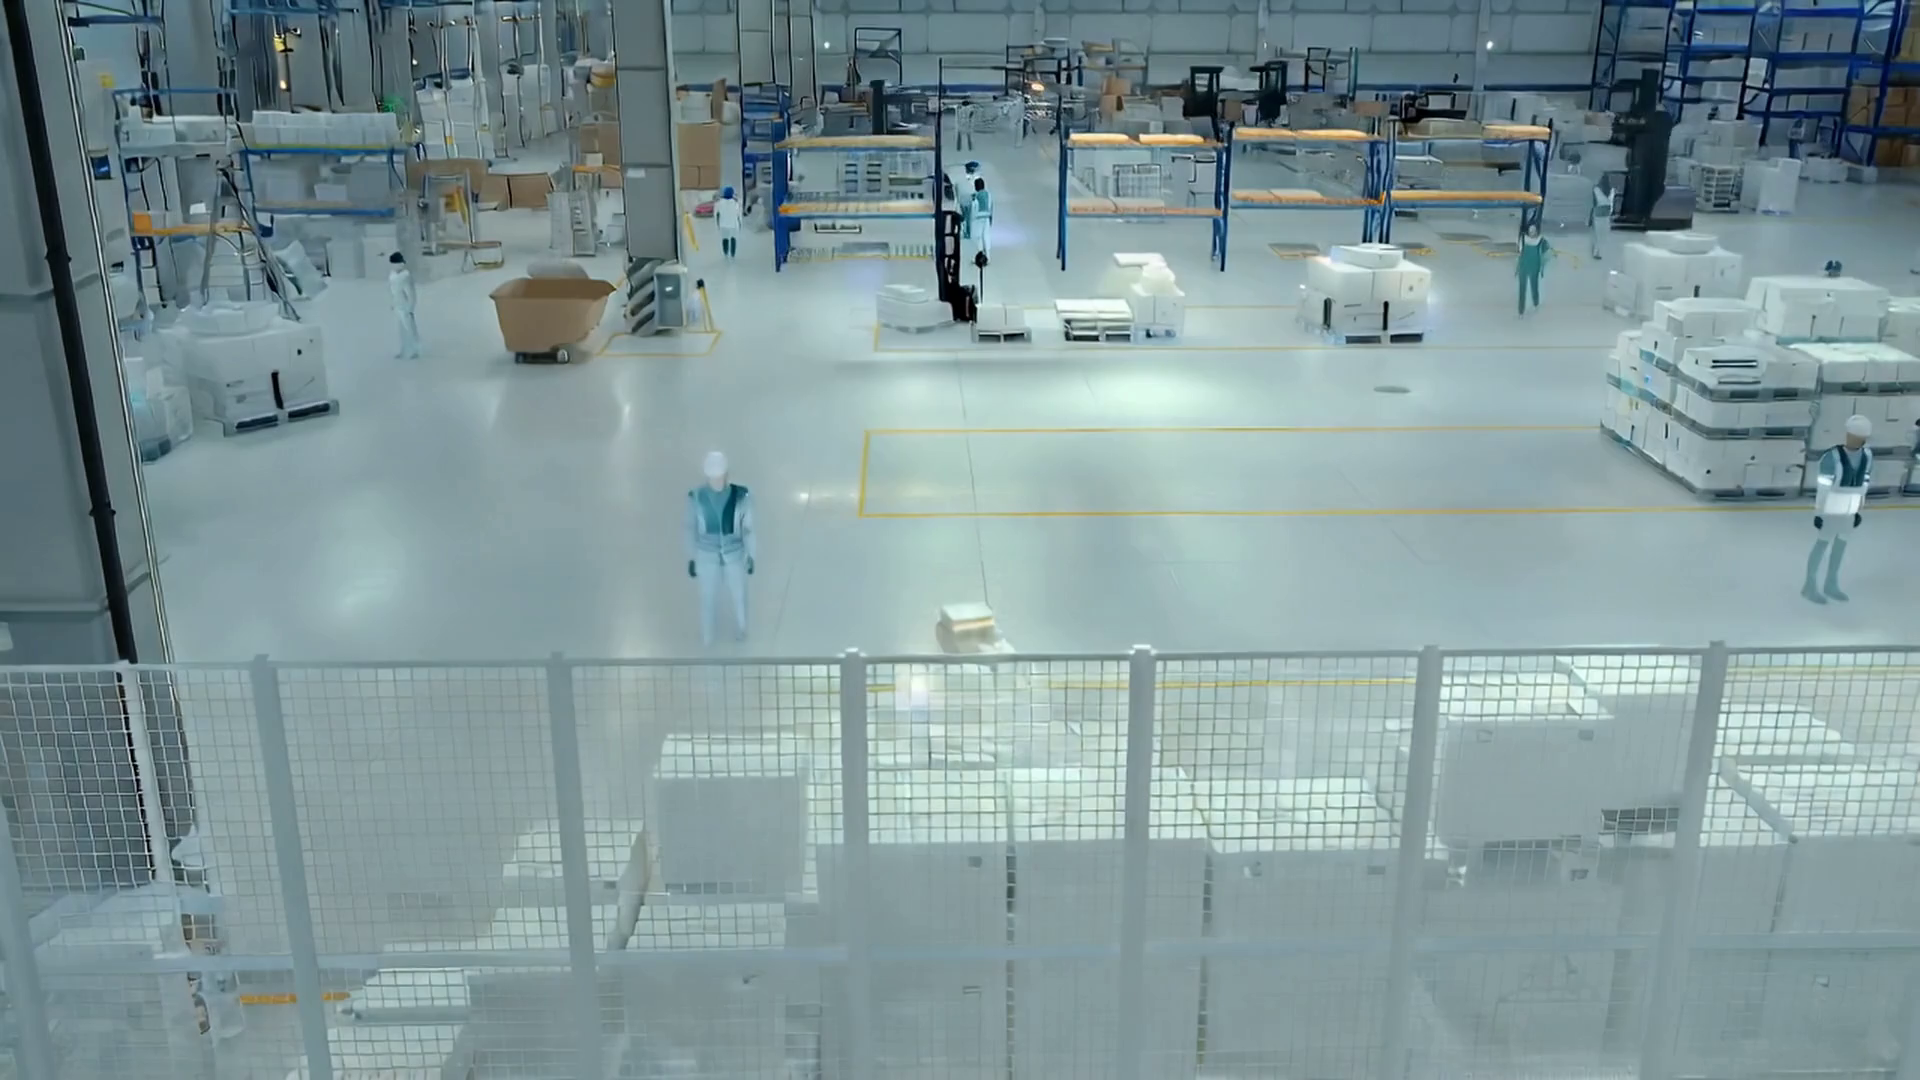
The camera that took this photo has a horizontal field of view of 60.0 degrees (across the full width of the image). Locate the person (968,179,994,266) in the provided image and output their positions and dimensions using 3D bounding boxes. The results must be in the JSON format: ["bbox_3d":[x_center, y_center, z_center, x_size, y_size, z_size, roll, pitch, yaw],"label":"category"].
[{"bbox_3d":[0.419,-6.820,35.711,0.624,1.841,0.430,-14,23,-35],"label":"person"}]

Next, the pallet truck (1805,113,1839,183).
[{"bbox_3d":[26.403,-11.957,50.702,0.823,1.965,1.885,6,19,16],"label":"pallet truck"}]

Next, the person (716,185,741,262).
[{"bbox_3d":[-4.993,-6.809,35.917,0.535,1.675,0.619,-2,19,-6],"label":"person"}]

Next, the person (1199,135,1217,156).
[{"bbox_3d":[7.193,-10.973,48.399,0.537,1.591,0.848,0,19,1],"label":"person"}]

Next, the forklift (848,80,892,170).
[{"bbox_3d":[-2.644,-13.227,53.109,1.873,2.768,1.129,-1,19,-1],"label":"forklift"}]

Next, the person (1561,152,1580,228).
[{"bbox_3d":[15.028,-8.612,40.982,0.495,1.864,0.596,-2,19,-7],"label":"person"}]

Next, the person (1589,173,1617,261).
[{"bbox_3d":[14.010,-7.042,36.263,0.629,1.900,0.449,-3,19,-9],"label":"person"}]

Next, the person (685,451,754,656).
[{"bbox_3d":[-2.147,0.137,14.901,0.616,1.945,0.404,-4,19,-11],"label":"person"}]

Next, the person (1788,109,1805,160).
[{"bbox_3d":[27.523,-13.275,54.853,0.625,1.844,0.429,-14,23,-36],"label":"person"}]

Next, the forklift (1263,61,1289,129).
[{"bbox_3d":[12.521,-17.614,66.124,1.873,2.768,1.129,-16,25,-40],"label":"forklift"}]

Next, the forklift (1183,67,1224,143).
[{"bbox_3d":[8.883,-16.014,61.379,1.129,2.768,1.873,13,22,33],"label":"forklift"}]

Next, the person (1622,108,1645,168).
[{"bbox_3d":[21.964,-13.092,54.212,0.595,1.911,0.385,11,22,30],"label":"person"}]

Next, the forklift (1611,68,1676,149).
[{"bbox_3d":[25.004,-15.715,60.490,1.873,2.768,1.129,17,25,41],"label":"forklift"}]

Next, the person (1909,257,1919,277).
[{"bbox_3d":[20.022,-6.261,34.073,0.520,1.833,0.936,-6,20,-17],"label":"person"}]

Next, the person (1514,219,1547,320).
[{"bbox_3d":[10.304,-4.900,30.033,0.525,1.827,0.517,11,22,30],"label":"person"}]

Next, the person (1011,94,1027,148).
[{"bbox_3d":[2.166,-15.322,60.787,0.627,1.934,0.372,-10,21,-28],"label":"person"}]

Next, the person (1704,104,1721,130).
[{"bbox_3d":[27.513,-15.143,60.784,0.521,1.600,0.739,17,25,40],"label":"person"}]

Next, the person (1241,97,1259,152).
[{"bbox_3d":[10.298,-14.762,59.116,0.632,1.940,0.372,2,19,6],"label":"person"}]

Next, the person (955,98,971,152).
[{"bbox_3d":[0.135,-14.869,59.514,0.561,1.899,0.980,9,21,25],"label":"person"}]

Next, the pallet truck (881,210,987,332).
[{"bbox_3d":[-0.493,-4.759,29.349,1.885,1.965,0.823,-13,23,-34],"label":"pallet truck"}]

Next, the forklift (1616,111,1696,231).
[{"bbox_3d":[16.956,-9.029,40.655,1.873,2.768,1.129,-1,19,-2],"label":"forklift"}]

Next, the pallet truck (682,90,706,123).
[{"bbox_3d":[-9.671,-15.907,62.421,0.823,1.965,1.885,5,19,15],"label":"pallet truck"}]

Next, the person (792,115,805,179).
[{"bbox_3d":[-5.031,-12.101,51.217,0.347,1.942,0.545,-12,22,-31],"label":"person"}]

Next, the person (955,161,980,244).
[{"bbox_3d":[0.179,-7.933,38.933,0.596,1.894,0.863,0,19,1],"label":"person"}]

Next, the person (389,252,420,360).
[{"bbox_3d":[-8.979,-3.766,26.795,0.484,1.745,0.298,7,20,19],"label":"person"}]

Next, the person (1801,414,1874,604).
[{"bbox_3d":[8.606,-0.301,16.242,0.541,1.930,0.385,-3,19,-10],"label":"person"}]

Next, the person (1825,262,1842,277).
[{"bbox_3d":[13.193,-3.363,25.498,1.001,1.830,0.531,17,25,42],"label":"person"}]
